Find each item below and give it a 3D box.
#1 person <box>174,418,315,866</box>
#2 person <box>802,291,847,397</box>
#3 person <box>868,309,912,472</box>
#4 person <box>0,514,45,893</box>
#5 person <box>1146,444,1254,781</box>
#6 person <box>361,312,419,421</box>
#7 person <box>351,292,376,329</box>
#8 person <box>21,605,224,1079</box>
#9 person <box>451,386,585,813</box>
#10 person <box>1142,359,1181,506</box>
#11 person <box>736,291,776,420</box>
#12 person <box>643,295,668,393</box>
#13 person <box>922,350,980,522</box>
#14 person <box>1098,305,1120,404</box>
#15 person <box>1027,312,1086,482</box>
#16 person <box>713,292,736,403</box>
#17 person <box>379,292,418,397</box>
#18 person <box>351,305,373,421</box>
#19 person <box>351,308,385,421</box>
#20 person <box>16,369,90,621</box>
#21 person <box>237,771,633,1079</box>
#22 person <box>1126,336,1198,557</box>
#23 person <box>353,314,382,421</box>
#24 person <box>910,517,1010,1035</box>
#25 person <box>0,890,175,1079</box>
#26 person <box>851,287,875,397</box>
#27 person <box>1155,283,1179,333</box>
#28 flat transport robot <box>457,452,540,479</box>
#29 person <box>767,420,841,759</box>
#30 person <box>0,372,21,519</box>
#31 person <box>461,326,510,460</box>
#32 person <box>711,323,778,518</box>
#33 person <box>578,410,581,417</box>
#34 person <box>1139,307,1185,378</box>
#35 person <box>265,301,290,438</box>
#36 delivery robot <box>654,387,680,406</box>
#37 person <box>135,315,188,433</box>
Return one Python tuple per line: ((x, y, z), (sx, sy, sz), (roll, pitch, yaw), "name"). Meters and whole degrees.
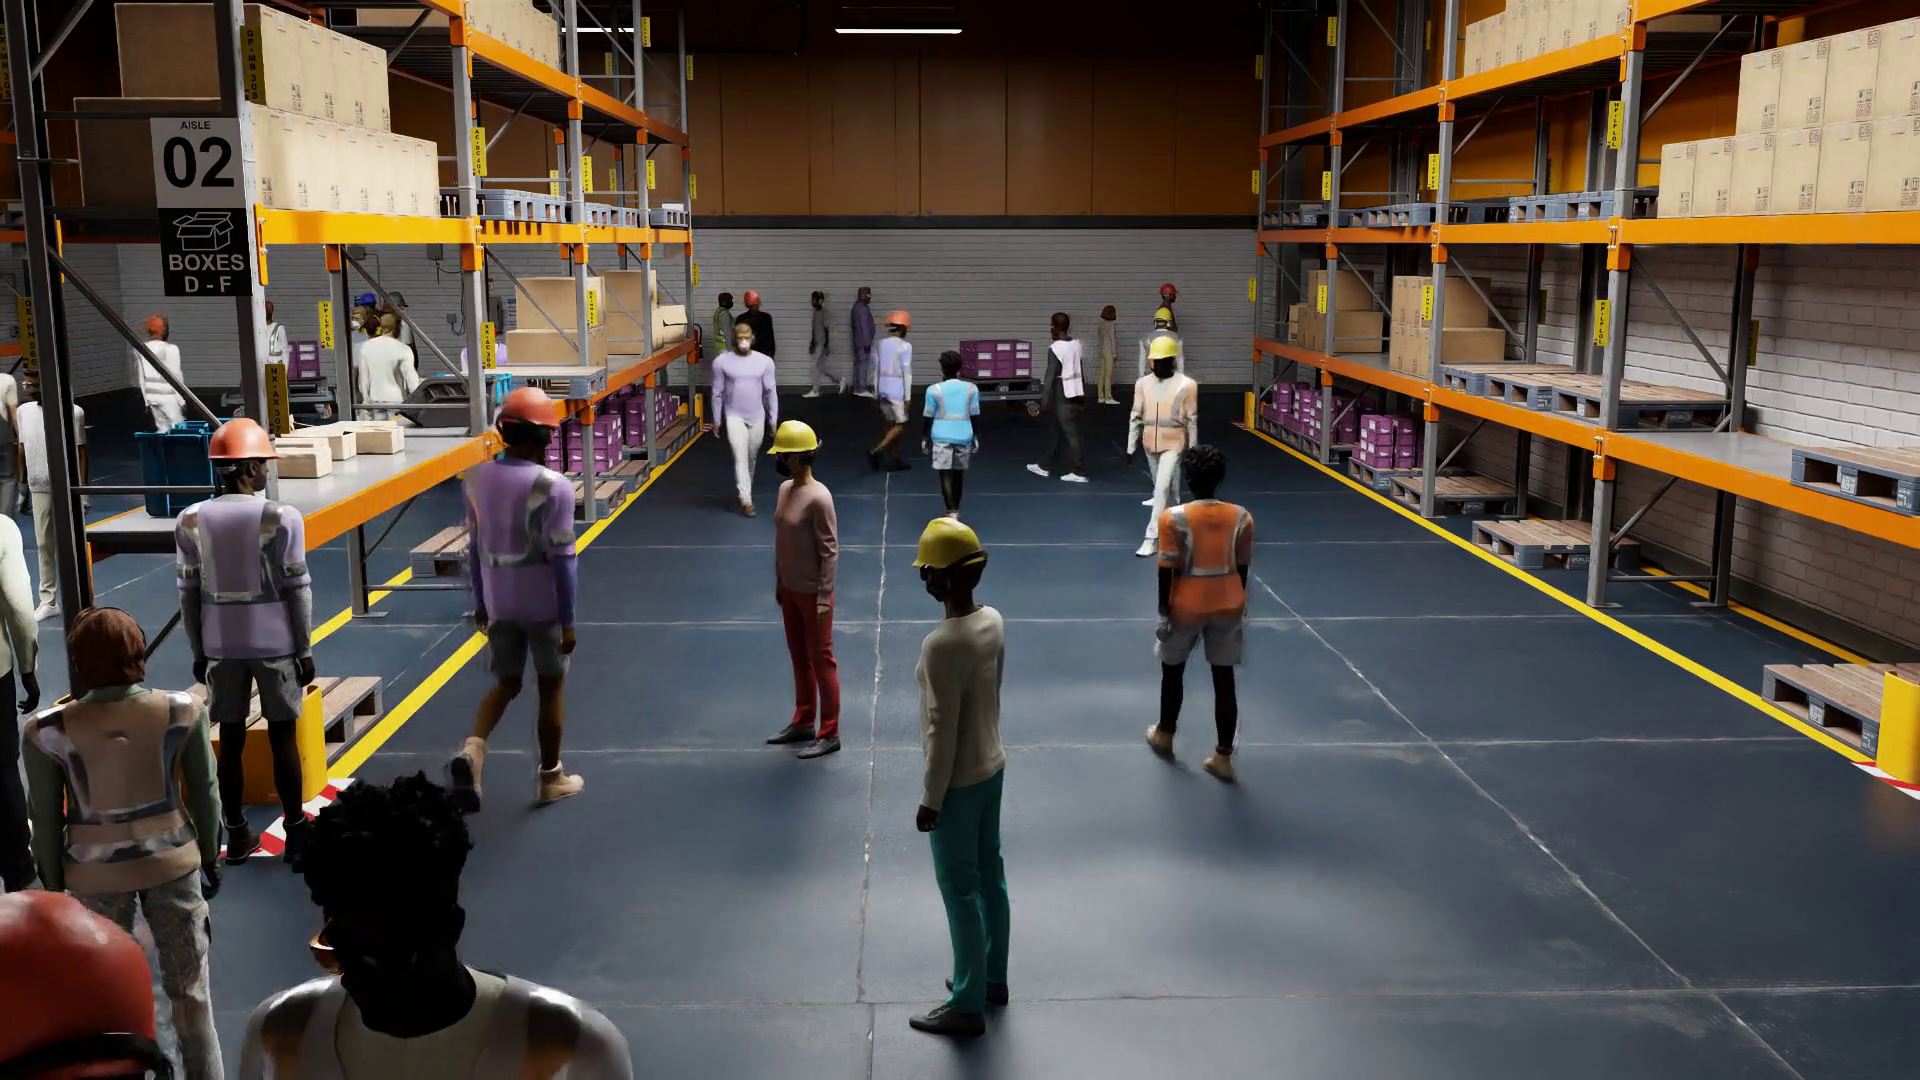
((-3.052, 0.444, 7.171), (0.547, 1.934, 0.375), (0, 10, -1), "person")
((-2.355, -3.393, 28.818), (0.760, 1.845, 0.521), (-4, 11, -20), "person")
((-0.825, -1.705, 19.228), (0.550, 1.912, 0.688), (9, 14, 42), "person")
((-3.971, 0.521, 6.574), (0.612, 1.995, 0.382), (-4, 11, -20), "person")
((1.204, 0.341, 8.491), (0.556, 1.663, 0.800), (-3, 10, -14), "person")
((-6.115, -1.482, 17.922), (0.663, 1.926, 0.415), (4, 11, 22), "person")
((-8.883, -2.783, 25.204), (0.610, 1.910, 0.714), (-2, 10, -11), "person")
((-2.437, 0.999, 4.906), (0.513, 1.638, 0.307), (-7, 12, -33), "person")
((-2.071, 0.307, 7.708), (0.634, 2.017, 0.729), (4, 11, 20), "person")
((2.063, -1.157, 16.958), (0.496, 1.625, 0.287), (-9, 14, -41), "person")
((-3.042, -2.760, 24.983), (0.633, 1.950, 0.519), (-5, 11, -27), "person")
((-5.000, -3.129, 27.242), (0.575, 1.870, 0.899), (2, 10, 10), "person")
((-0.087, -0.948, 15.662), (0.544, 1.672, 0.715), (-3, 11, -17), "person")
((2.456, -3.070, 27.579), (0.282, 1.634, 0.498), (-4, 11, -23), "person")
((1.052, -1.608, 18.724), (0.919, 1.882, 0.629), (6, 12, 31), "person")
((-3.884, -3.200, 27.728), (0.429, 1.845, 0.627), (-4, 11, -20), "person")
((-7.368, -2.238, 21.816), (0.678, 2.000, 0.536), (6, 12, 28), "person")
((-7.028, -1.826, 19.811), (0.630, 1.936, 0.366), (4, 11, 20), "person")
((-7.887, -2.181, 22.194), (0.432, 1.807, 0.699), (4, 11, 22), "person")
((-6.403, -0.340, 11.737), (0.518, 1.865, 0.326), (0, 10, 1), "person")
((-0.773, 1.276, 2.521), (0.642, 1.957, 0.426), (1, 10, 7), "person")
((1.775, -0.836, 14.464), (0.605, 1.882, 0.990), (7, 13, 35), "person")
((-6.669, -1.631, 18.956), (0.550, 1.879, 0.363), (4, 11, 20), "person")
((-0.017, 0.799, 5.668), (0.323, 1.765, 0.533), (4, 11, 23), "person")
((-0.949, 1.376, 1.812), (0.883, 1.996, 0.632), (-1, 10, -4), "person")
((-1.662, -3.430, 28.841), (0.403, 1.903, 0.652), (-3, 11, -17), "person")
((3.402, -3.221, 27.410), (0.373, 1.997, 0.615), (2, 10, 9), "person")
((-5.333, -0.894, 19.256), (0.652, 0.197, 1.431), (-1, 10, -3), "flat transport robot")
((-0.830, 0.256, 8.687), (0.329, 1.767, 0.529), (-7, 12, -32), "person")
((-8.558, -0.853, 14.679), (0.538, 1.834, 0.544), (-5, 11, -26), "person")
((-5.214, -1.526, 18.420), (0.560, 1.836, 0.380), (-3, 11, -18), "person")
((-2.142, -1.215, 16.549), (0.641, 1.900, 1.024), (-3, 11, -17), "person")
((-5.793, -2.773, 25.461), (0.591, 1.805, 0.426), (8, 13, 37), "person")
((2.634, -2.111, 21.692), (0.598, 1.828, 0.403), (3, 11, 15), "person")
((-9.325, -2.286, 22.519), (0.584, 1.881, 0.337), (5, 11, 27), "person")
((-4.485, -2.005, 24.392), (0.707, 0.478, 0.477), (-7, 12, -34), "delivery robot")
((-8.838, -1.546, 18.418), (0.605, 1.874, 0.554), (4, 11, 20), "person")
